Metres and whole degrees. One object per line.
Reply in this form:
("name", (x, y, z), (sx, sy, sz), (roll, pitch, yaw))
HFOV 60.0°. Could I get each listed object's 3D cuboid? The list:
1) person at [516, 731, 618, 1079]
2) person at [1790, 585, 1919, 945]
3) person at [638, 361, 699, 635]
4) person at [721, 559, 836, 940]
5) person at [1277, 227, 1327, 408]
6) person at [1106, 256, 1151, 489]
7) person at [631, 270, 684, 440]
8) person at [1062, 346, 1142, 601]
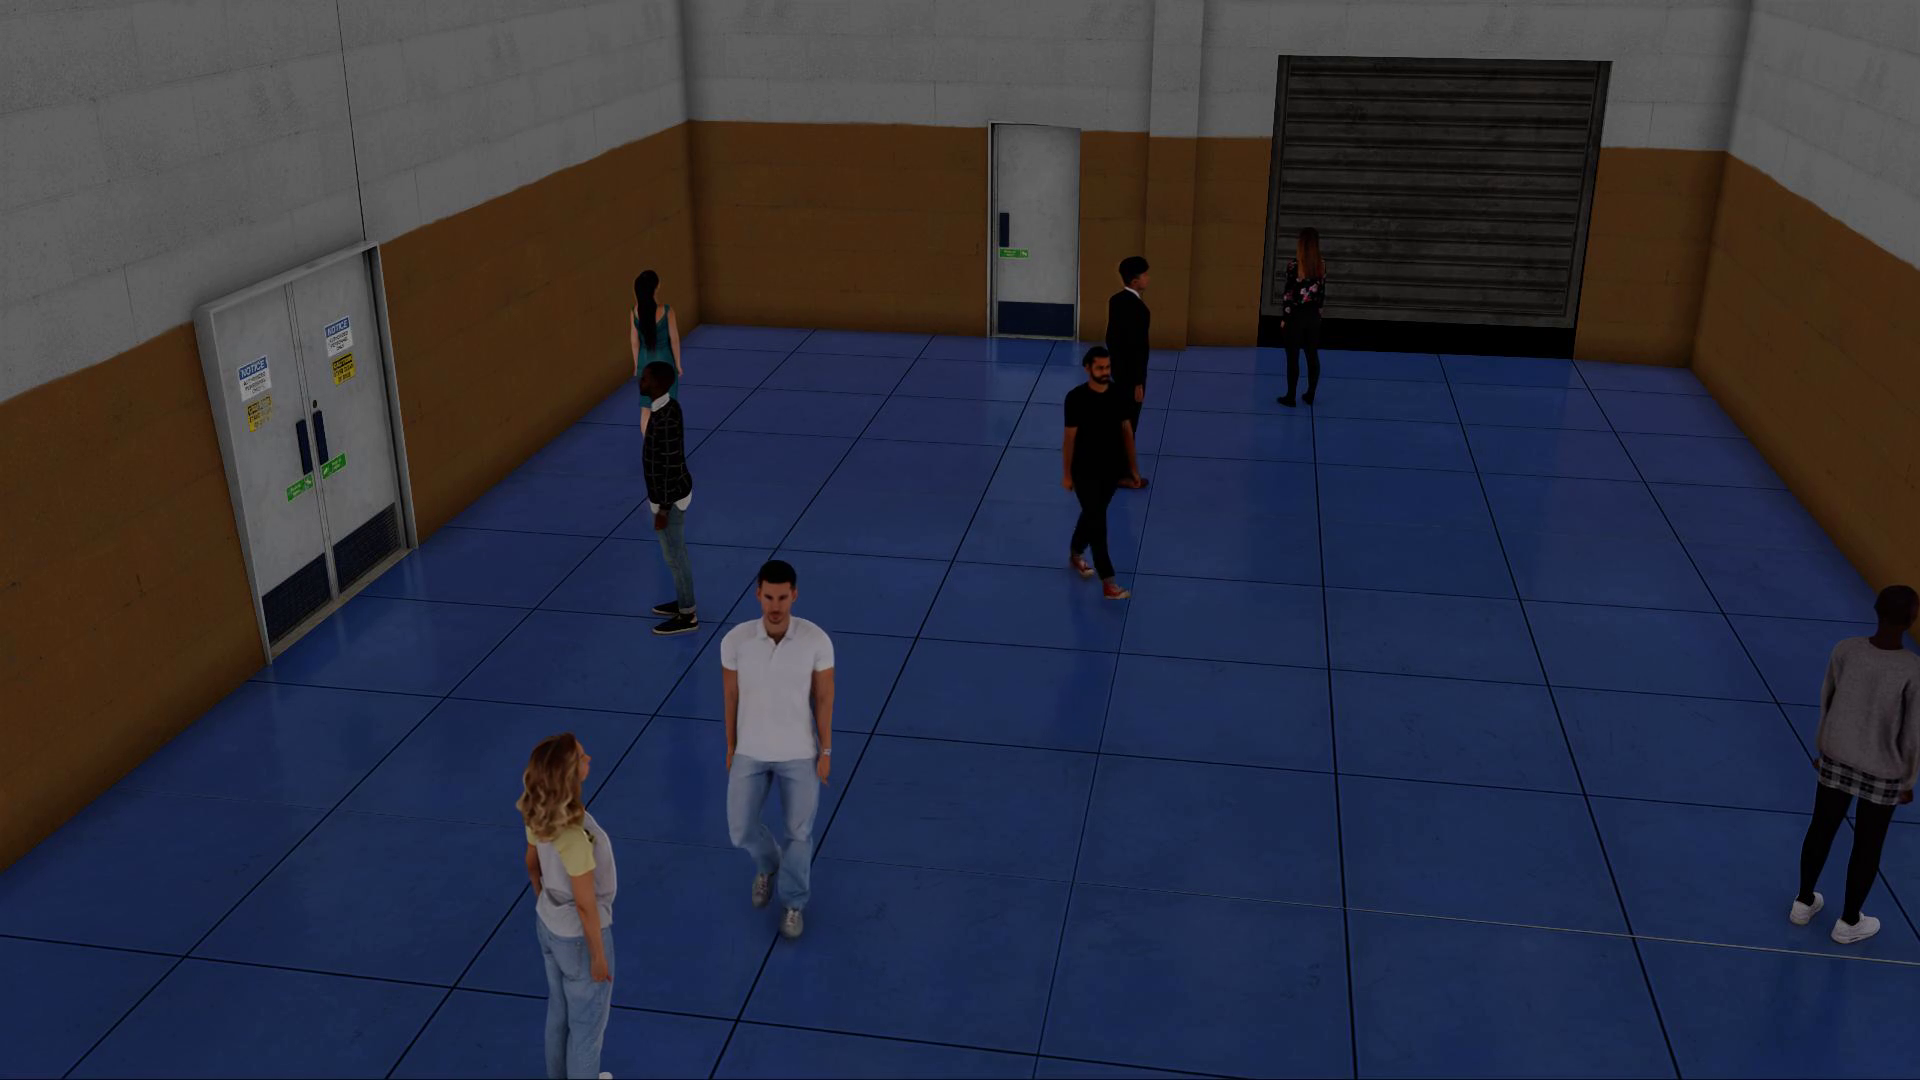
("person", (-1.499, 1.522, 6.434), (0.763, 1.722, 0.687), (-17, 27, -36))
("person", (4.142, 1.019, 7.639), (0.756, 1.772, 0.684), (-16, 27, -35))
("person", (-1.881, -0.289, 10.830), (0.664, 1.820, 0.724), (-2, 22, -6))
("person", (-0.842, 0.935, 7.743), (0.693, 1.851, 0.776), (1, 22, 3))
("person", (3.189, -2.072, 15.453), (0.596, 1.683, 0.705), (-7, 23, -17))
("person", (1.339, -1.360, 13.414), (0.721, 1.881, 0.774), (-6, 23, -14))
("person", (-2.522, -1.415, 13.812), (0.458, 1.687, 0.642), (1, 22, 3))
("person", (0.906, -0.487, 11.468), (1.125, 1.713, 1.145), (-13, 25, -29))
